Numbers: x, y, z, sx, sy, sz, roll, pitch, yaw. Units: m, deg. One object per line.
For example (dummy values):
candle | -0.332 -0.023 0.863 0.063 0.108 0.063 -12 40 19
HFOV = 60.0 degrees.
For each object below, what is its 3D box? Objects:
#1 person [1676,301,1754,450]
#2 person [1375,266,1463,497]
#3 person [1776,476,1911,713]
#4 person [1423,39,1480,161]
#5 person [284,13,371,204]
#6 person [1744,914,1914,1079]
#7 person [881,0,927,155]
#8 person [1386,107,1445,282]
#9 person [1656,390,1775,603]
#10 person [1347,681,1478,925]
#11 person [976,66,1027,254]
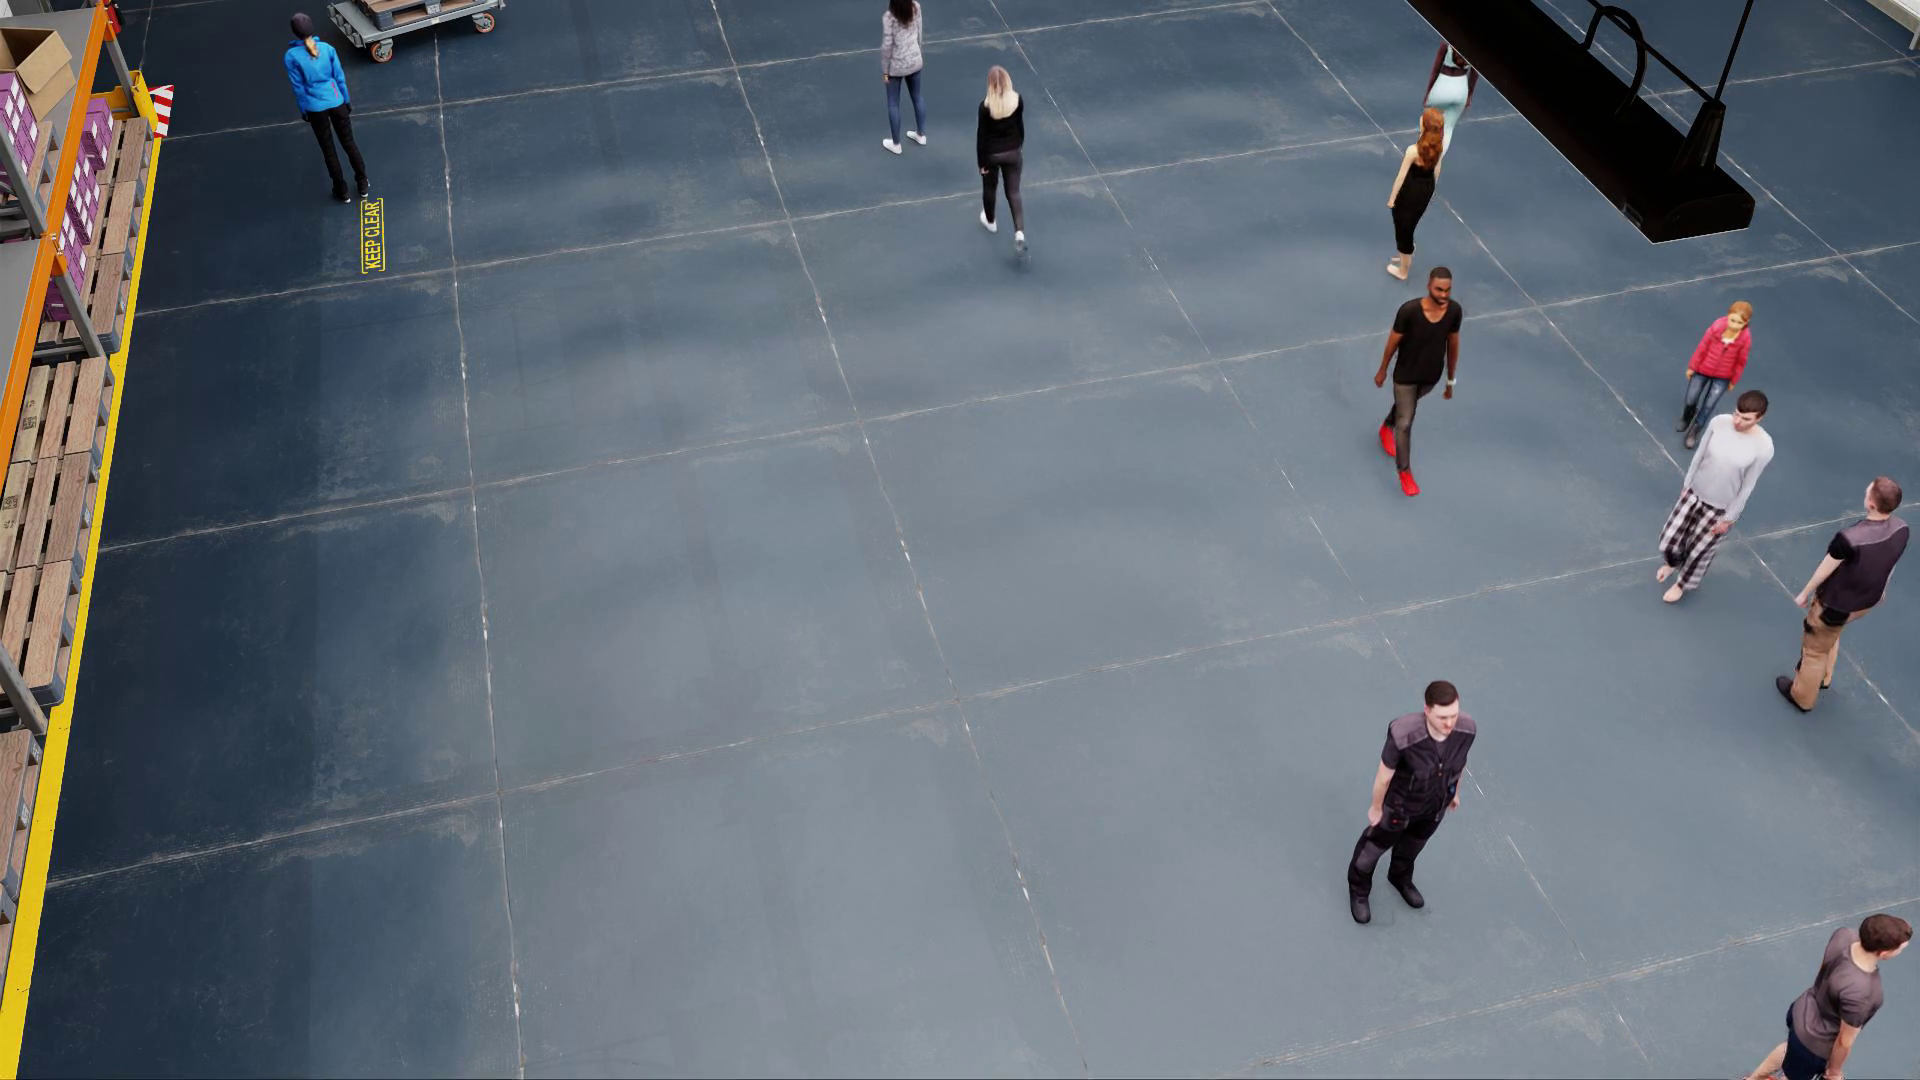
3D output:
person | 5.707 -1.294 12.577 0.656 1.311 0.715 21 47 21
person | 3.330 -1.283 12.235 0.757 1.765 1.165 -6 44 -6
person | 5.598 0.419 10.410 0.702 1.819 0.660 -13 45 -13
person | 4.450 -4.014 15.135 0.689 1.720 0.701 6 44 7
person | -5.695 -3.880 14.939 0.658 1.796 0.594 -20 47 -20
person | 4.247 2.437 8.267 0.794 1.854 0.677 10 44 10
person | -0.535 -4.482 15.620 0.671 1.728 0.639 -26 50 -25
person | 3.889 -2.863 14.000 0.674 1.618 0.707 -24 49 -23
person | 5.126 -0.322 11.176 0.826 1.835 0.758 -30 51 -28
person | 2.533 1.440 9.320 0.695 1.845 0.556 -10 45 -11
person | 0.390 -3.271 14.396 0.614 1.663 1.037 -12 45 -12
